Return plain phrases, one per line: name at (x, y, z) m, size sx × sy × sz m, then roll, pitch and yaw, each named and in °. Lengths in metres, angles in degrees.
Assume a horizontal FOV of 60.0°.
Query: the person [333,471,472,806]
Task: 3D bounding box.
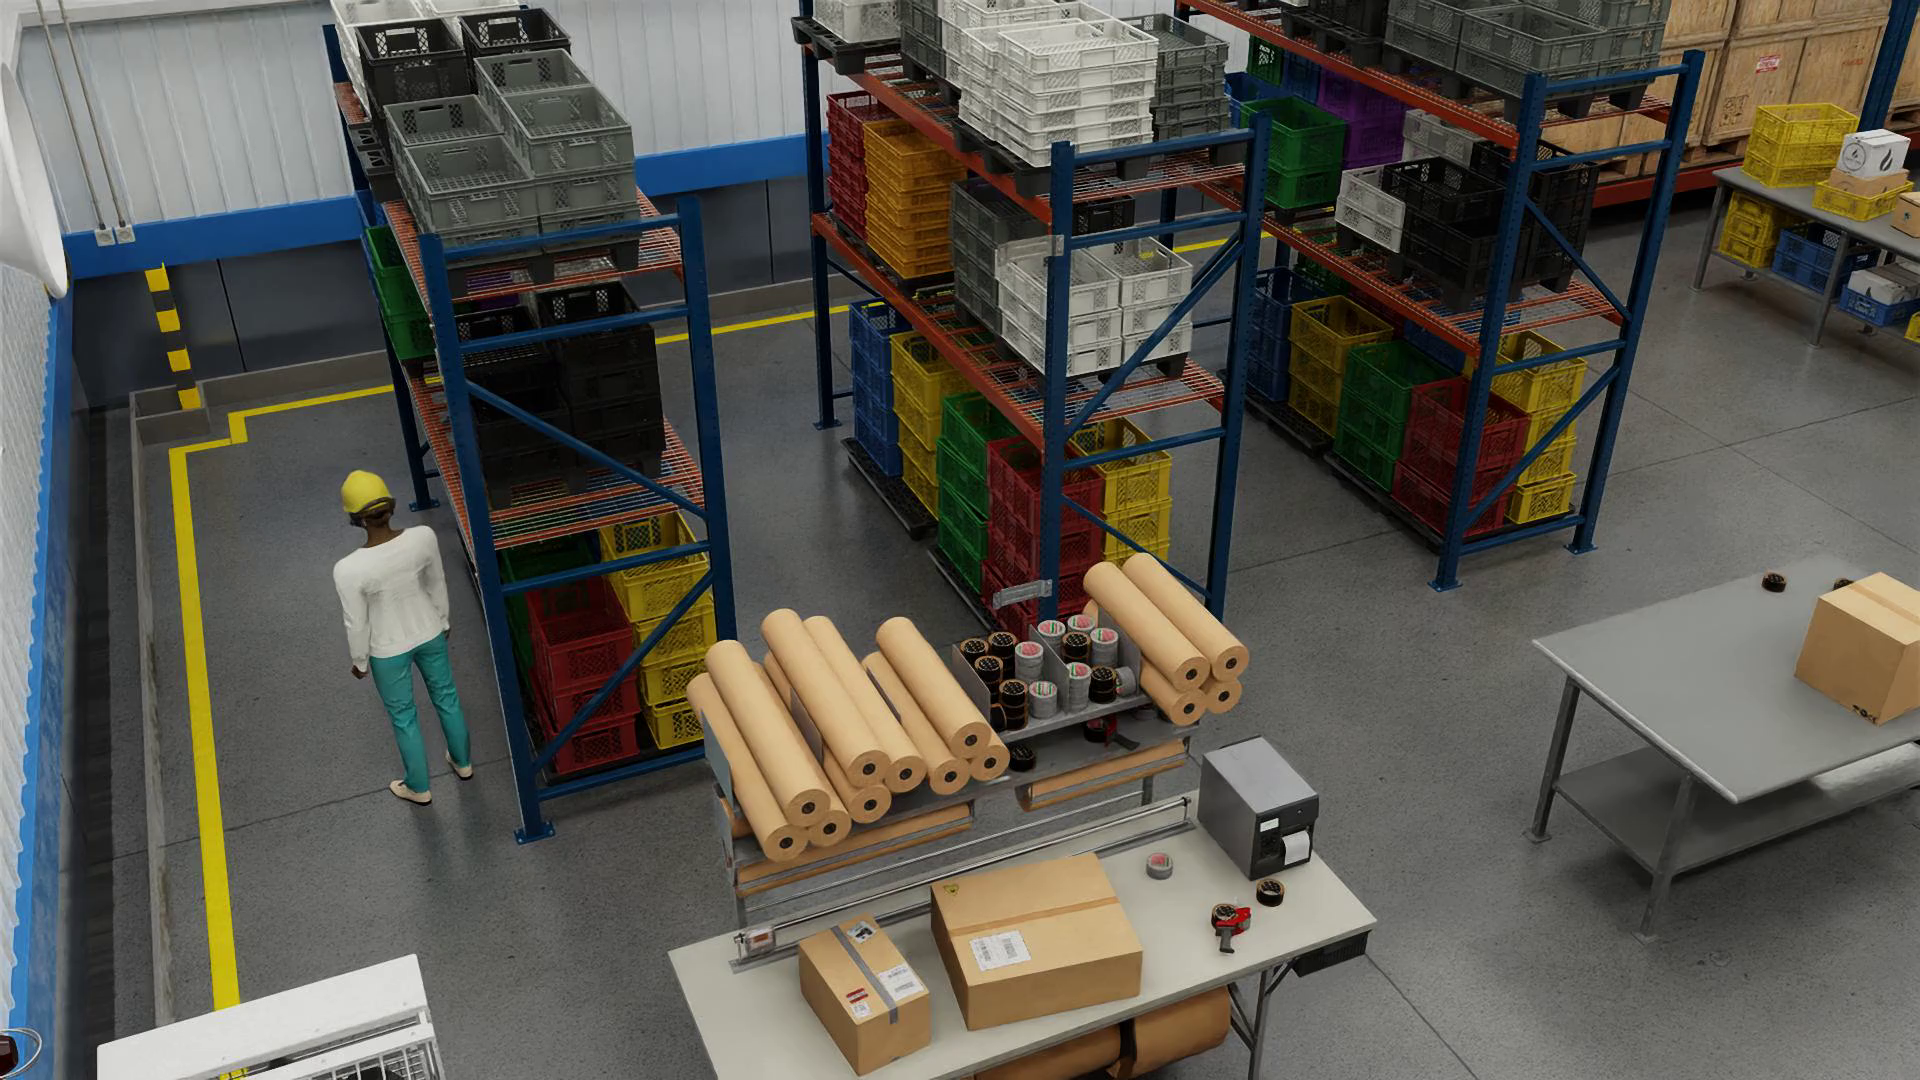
person at (-2.619, 0.465, 7.794) m, size 0.323 × 1.760 × 0.522 m, roll 26°, pitch 40°, yaw 35°
